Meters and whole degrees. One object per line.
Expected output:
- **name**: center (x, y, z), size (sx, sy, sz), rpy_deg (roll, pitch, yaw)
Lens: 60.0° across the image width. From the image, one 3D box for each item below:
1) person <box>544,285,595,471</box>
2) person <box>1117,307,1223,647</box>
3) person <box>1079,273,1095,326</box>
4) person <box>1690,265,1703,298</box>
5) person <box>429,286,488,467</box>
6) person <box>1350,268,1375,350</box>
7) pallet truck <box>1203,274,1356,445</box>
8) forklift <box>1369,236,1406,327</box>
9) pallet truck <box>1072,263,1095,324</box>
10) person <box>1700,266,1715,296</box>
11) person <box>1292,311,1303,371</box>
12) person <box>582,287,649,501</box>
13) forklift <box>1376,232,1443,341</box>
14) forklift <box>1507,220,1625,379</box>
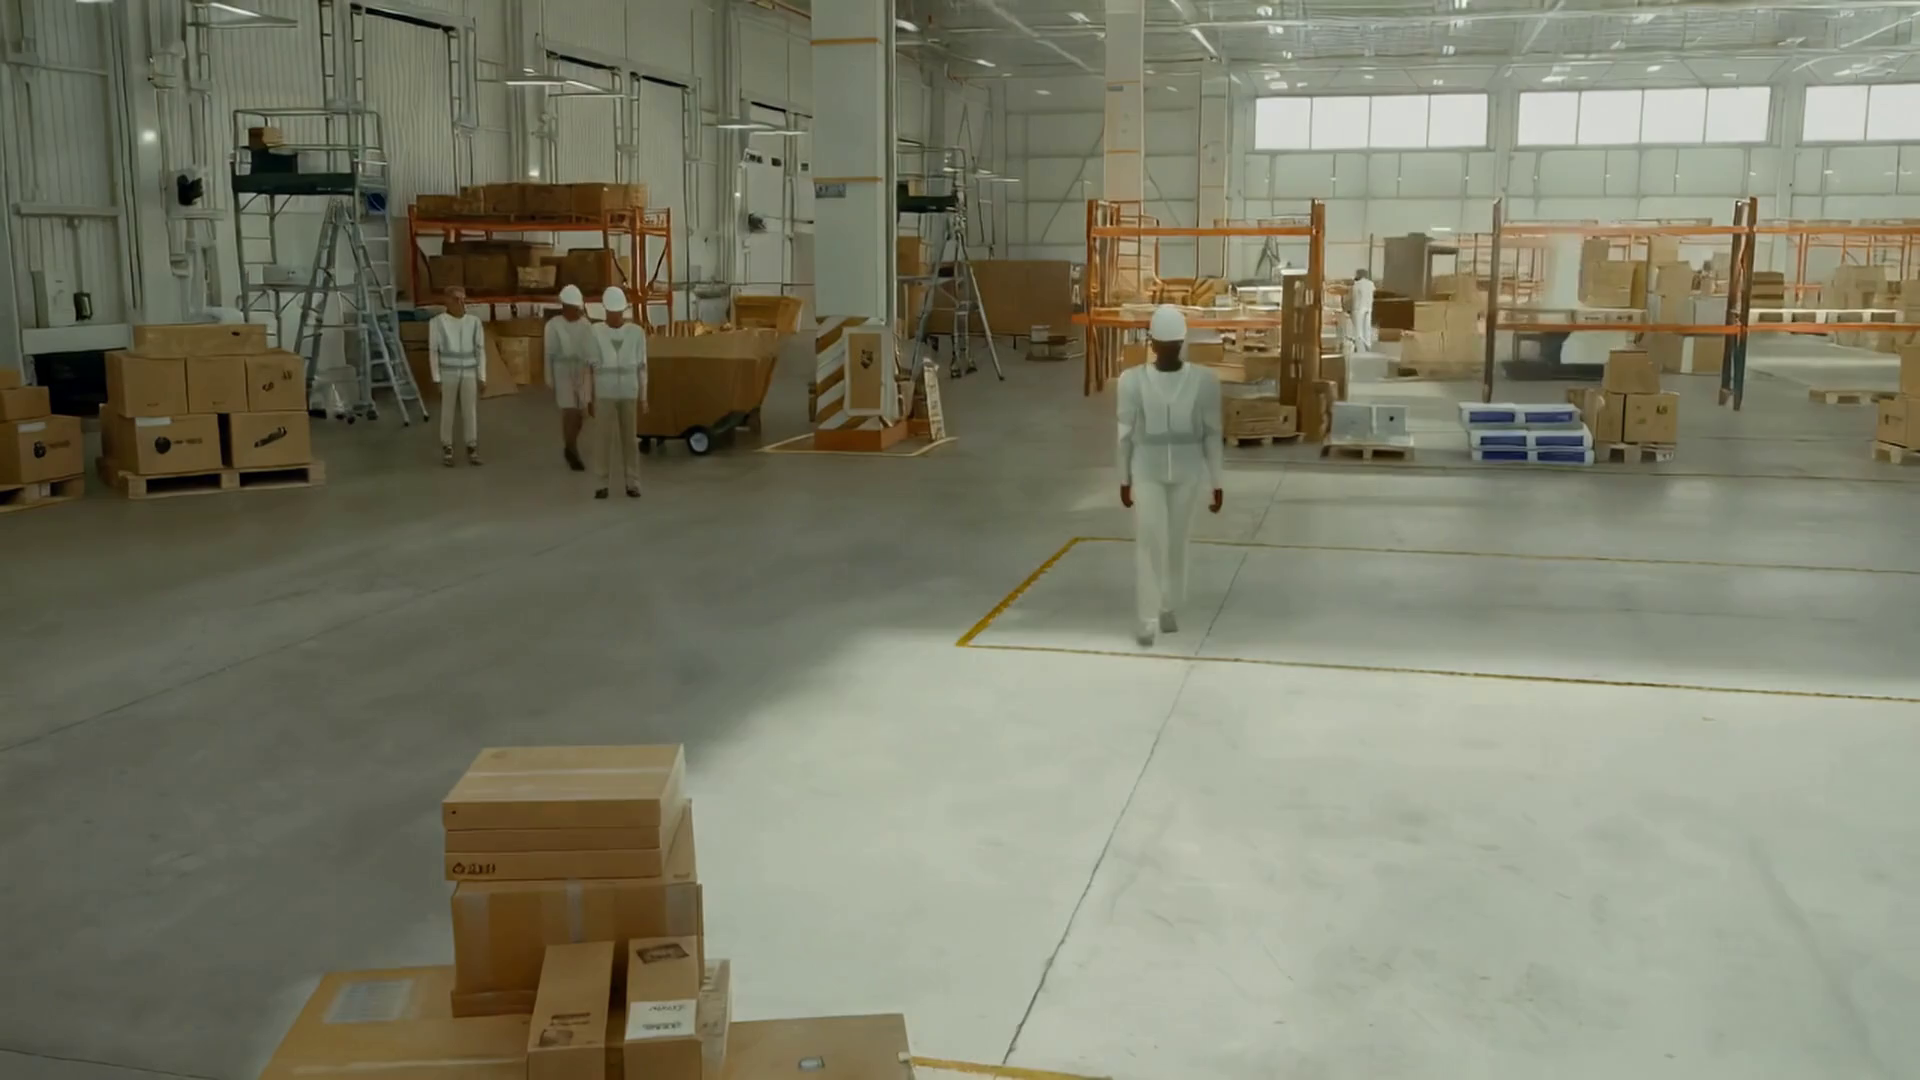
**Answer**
- **person**: center (-4.042, -1.689, 17.235), size (0.549, 1.910, 0.812), rpy_deg (-5, 11, -29)
- **person**: center (1.178, -0.348, 9.341), size (0.599, 1.888, 0.890), rpy_deg (1, 10, 3)
- **person**: center (4.061, -7.688, 53.152), size (0.533, 1.698, 0.318), rpy_deg (0, 10, -3)
- **person**: center (22.613, -7.442, 51.009), size (0.376, 1.933, 0.545), rpy_deg (-8, 12, -38)
- **person**: center (-5.228, -1.704, 17.373), size (0.575, 1.882, 0.361), rpy_deg (-6, 11, -30)
- **person**: center (9.408, -5.395, 38.951), size (0.627, 1.936, 0.374), rpy_deg (-5, 11, -29)
- **pallet truck**: center (3.653, -2.138, 19.590), size (1.885, 1.965, 0.823), rpy_deg (-4, 10, -20)
- **forklift**: center (13.506, -8.075, 51.951), size (1.873, 2.768, 1.129), rpy_deg (-2, 10, -14)
- **pallet truck**: center (4.325, -8.180, 55.162), size (0.823, 1.965, 1.885), rpy_deg (6, 11, 31)
- **person**: center (22.807, -7.402, 50.810), size (0.363, 1.929, 0.628), rpy_deg (6, 11, 30)
- **person**: center (6.611, -4.100, 31.927), size (0.335, 1.735, 0.484), rpy_deg (6, 11, 33)
- **person**: center (-3.077, -1.304, 14.918), size (0.585, 1.917, 0.382), rpy_deg (-3, 10, -19)
- **forklift**: center (11.835, -6.584, 43.170), size (1.873, 2.768, 1.129), rpy_deg (2, 10, 14)
- **forklift**: center (10.802, -4.266, 29.524), size (1.873, 2.768, 1.129), rpy_deg (2, 10, 14)
